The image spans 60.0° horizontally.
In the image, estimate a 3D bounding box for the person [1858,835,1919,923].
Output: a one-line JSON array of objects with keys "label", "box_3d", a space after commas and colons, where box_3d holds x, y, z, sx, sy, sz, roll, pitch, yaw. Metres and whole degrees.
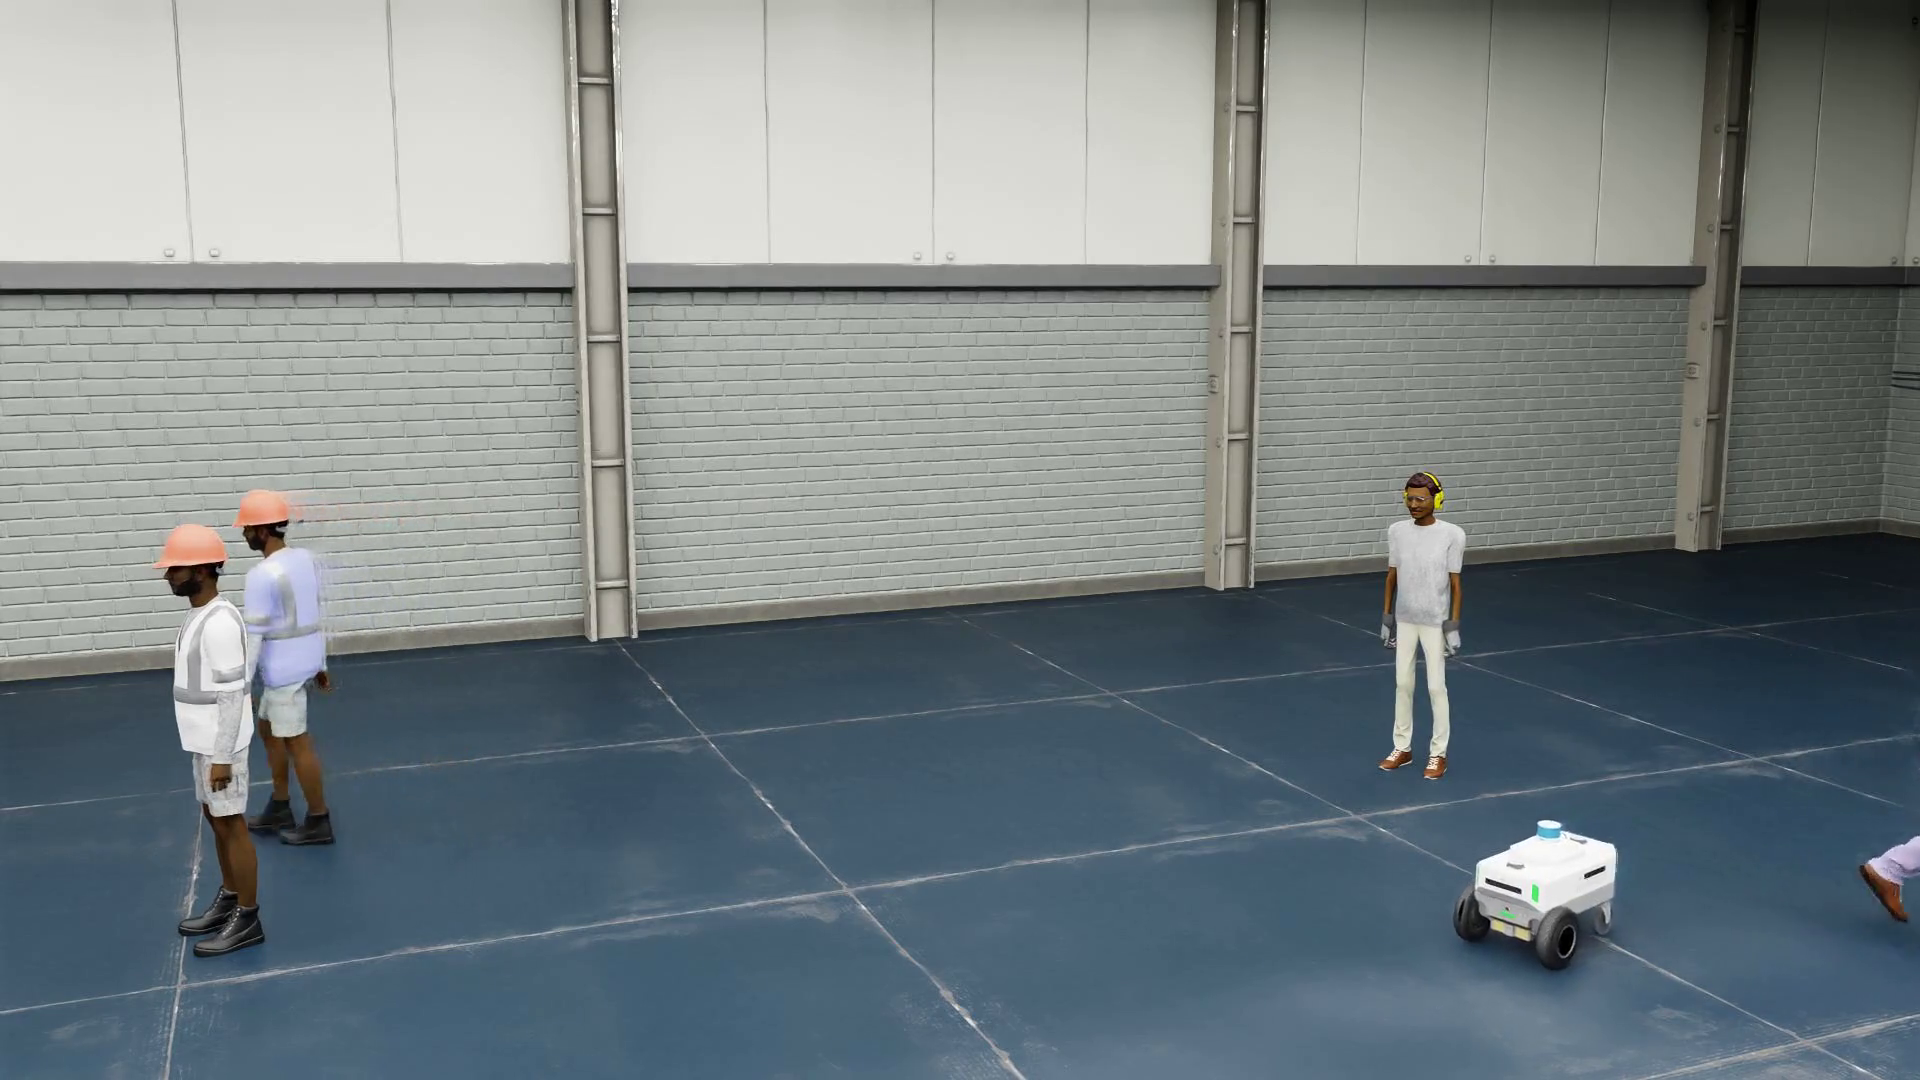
[{"label": "person", "box_3d": [4.446, 0.932, 7.415, 0.582, 1.878, 0.652, 8, 12, 40]}]

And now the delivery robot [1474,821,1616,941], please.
[{"label": "delivery robot", "box_3d": [2.661, 1.518, 7.543, 0.707, 0.478, 0.477, -8, 12, -39]}]

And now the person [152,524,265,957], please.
[{"label": "person", "box_3d": [-3.370, 0.888, 7.466, 0.357, 1.937, 0.550, -6, 11, -34]}]

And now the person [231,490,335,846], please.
[{"label": "person", "box_3d": [-3.664, 0.686, 8.787, 0.709, 1.912, 0.578, 1, 9, 5]}]

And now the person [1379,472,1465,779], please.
[{"label": "person", "box_3d": [2.797, 0.510, 10.086, 0.517, 1.865, 0.313, 7, 11, 38]}]
